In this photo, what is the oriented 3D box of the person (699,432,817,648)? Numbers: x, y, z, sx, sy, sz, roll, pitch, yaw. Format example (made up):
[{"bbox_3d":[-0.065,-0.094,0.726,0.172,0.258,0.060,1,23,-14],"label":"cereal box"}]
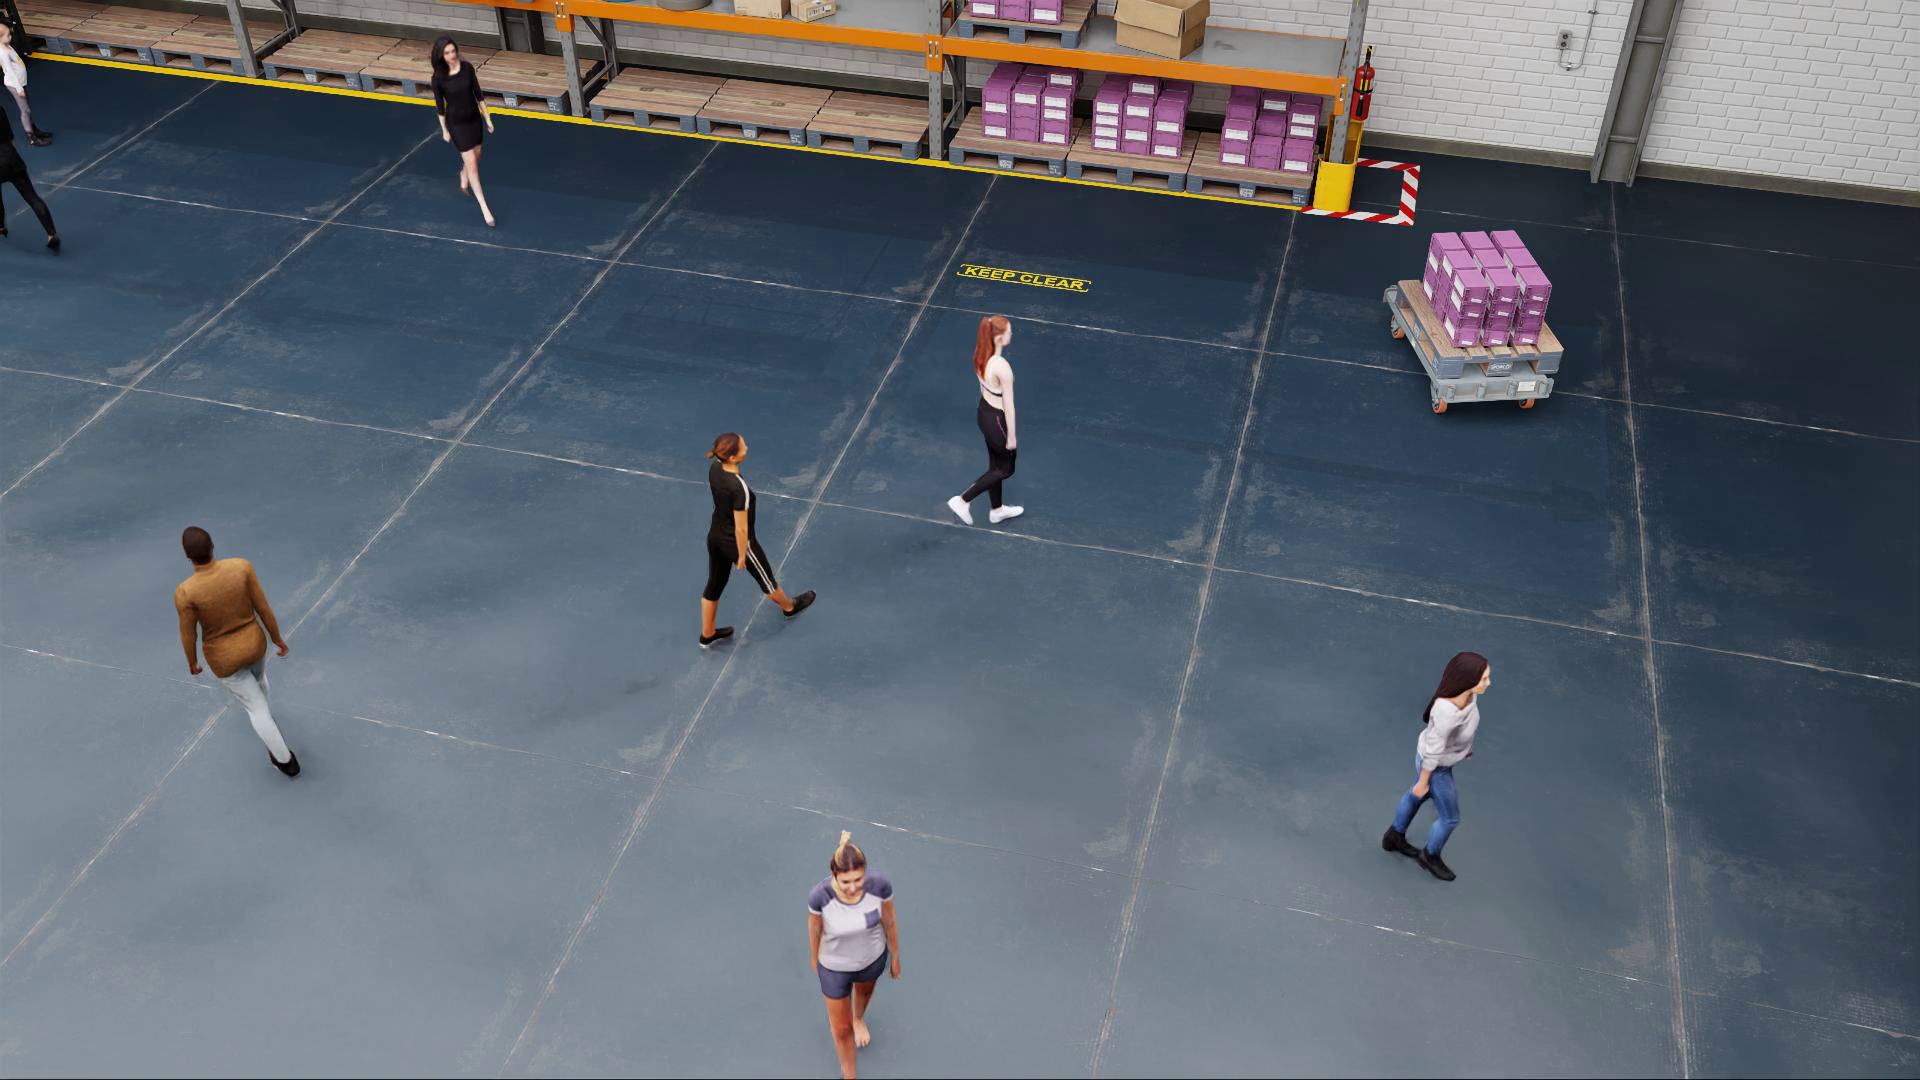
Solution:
[{"bbox_3d":[-1.550,0.033,10.857,1.051,1.623,1.080,-26,46,-29],"label":"person"}]

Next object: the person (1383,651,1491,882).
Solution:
[{"bbox_3d":[2.607,1.229,9.366,0.750,1.615,0.710,18,42,21],"label":"person"}]

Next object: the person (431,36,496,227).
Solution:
[{"bbox_3d":[-4.685,-3.894,15.662,0.991,1.765,1.175,-30,47,-32],"label":"person"}]

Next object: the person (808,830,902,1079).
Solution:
[{"bbox_3d":[-0.558,2.033,8.372,0.912,1.599,0.906,-11,40,-14],"label":"person"}]

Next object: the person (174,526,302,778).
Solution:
[{"bbox_3d":[-4.240,0.716,9.873,1.001,1.785,1.170,-31,48,-33],"label":"person"}]

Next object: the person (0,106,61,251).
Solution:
[{"bbox_3d":[-8.625,-3.341,15.096,1.152,1.606,0.791,19,42,22],"label":"person"}]

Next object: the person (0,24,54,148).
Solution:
[{"bbox_3d":[-9.664,-4.663,17.014,0.638,1.277,0.586,-15,41,-18],"label":"person"}]

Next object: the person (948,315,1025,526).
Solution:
[{"bbox_3d":[0.177,-0.794,11.804,0.960,1.734,0.879,-16,41,-19],"label":"person"}]
